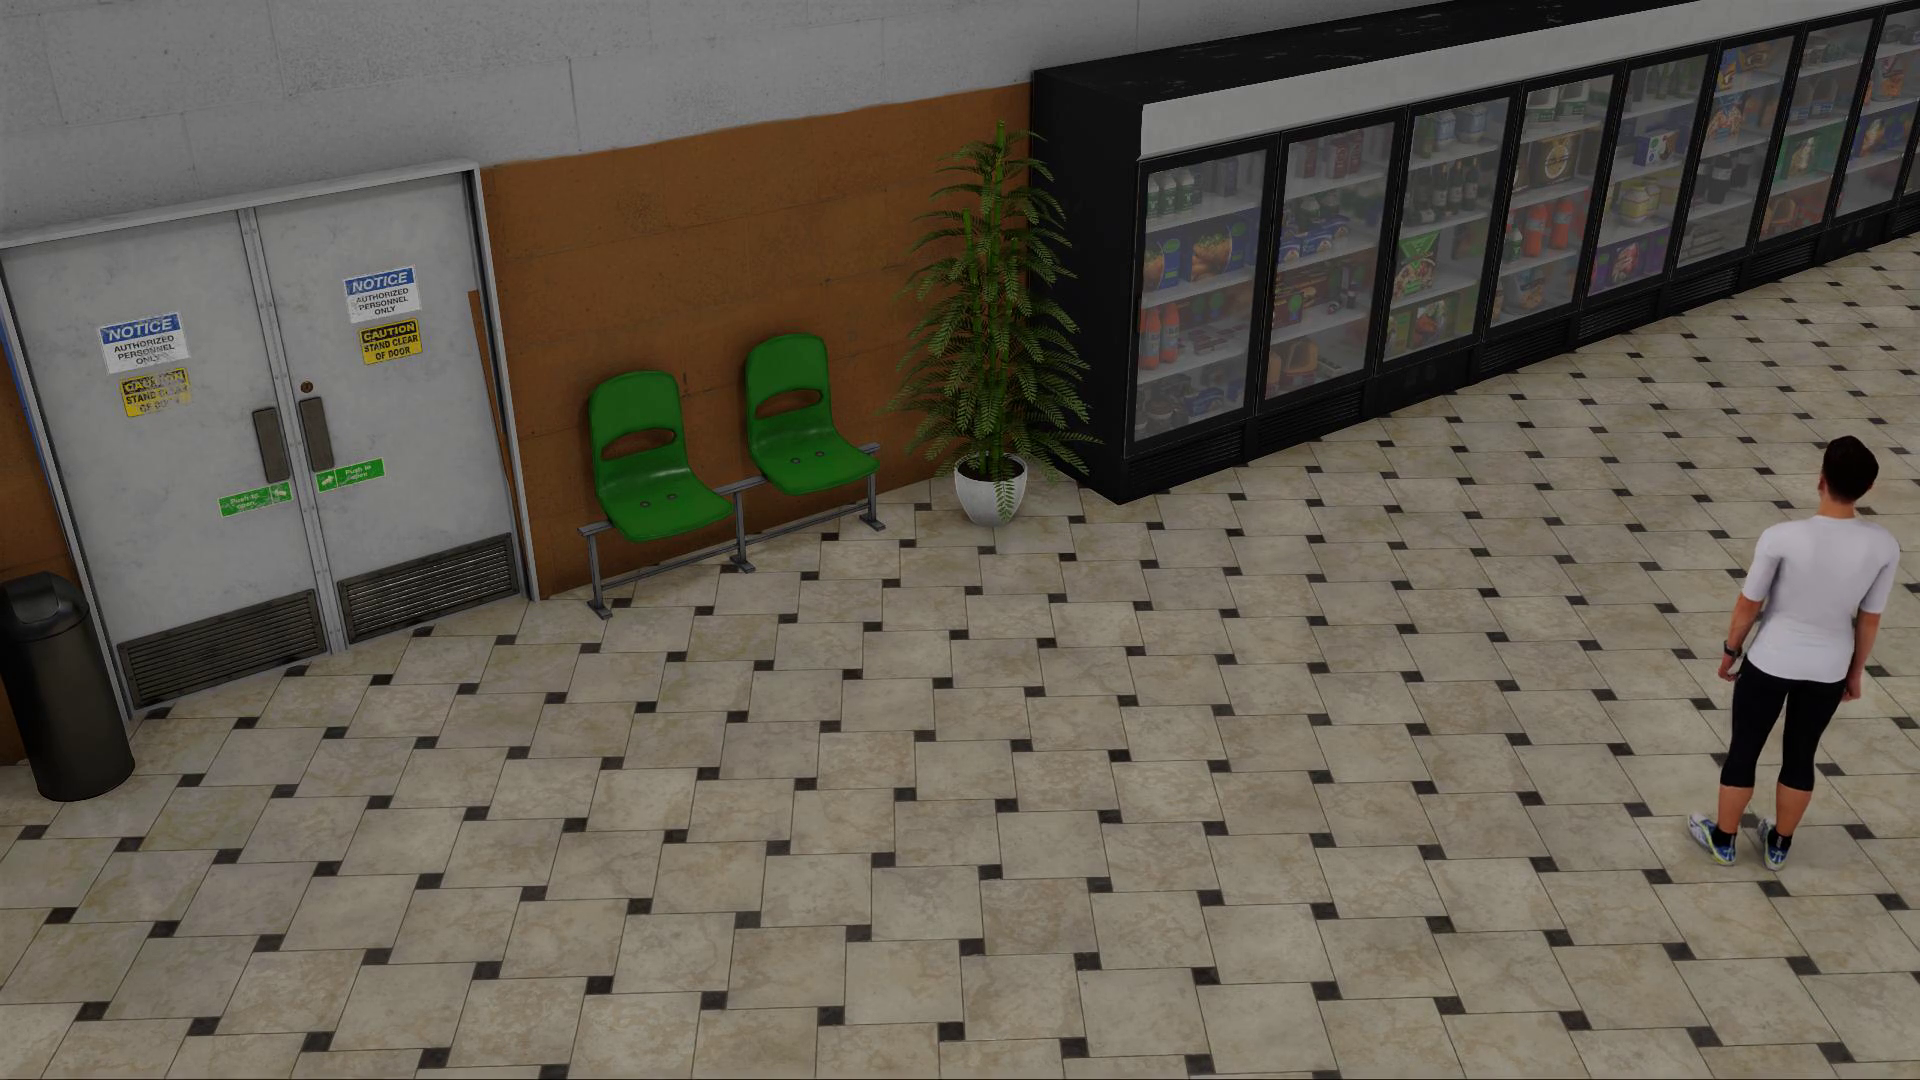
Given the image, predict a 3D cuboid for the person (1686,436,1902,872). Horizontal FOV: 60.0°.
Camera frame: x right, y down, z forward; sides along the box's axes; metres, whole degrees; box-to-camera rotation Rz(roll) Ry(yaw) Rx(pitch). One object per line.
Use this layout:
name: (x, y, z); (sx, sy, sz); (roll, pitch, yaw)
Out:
person: (3.210, 0.473, 6.389); (0.739, 1.847, 0.805); (6, 29, 10)
